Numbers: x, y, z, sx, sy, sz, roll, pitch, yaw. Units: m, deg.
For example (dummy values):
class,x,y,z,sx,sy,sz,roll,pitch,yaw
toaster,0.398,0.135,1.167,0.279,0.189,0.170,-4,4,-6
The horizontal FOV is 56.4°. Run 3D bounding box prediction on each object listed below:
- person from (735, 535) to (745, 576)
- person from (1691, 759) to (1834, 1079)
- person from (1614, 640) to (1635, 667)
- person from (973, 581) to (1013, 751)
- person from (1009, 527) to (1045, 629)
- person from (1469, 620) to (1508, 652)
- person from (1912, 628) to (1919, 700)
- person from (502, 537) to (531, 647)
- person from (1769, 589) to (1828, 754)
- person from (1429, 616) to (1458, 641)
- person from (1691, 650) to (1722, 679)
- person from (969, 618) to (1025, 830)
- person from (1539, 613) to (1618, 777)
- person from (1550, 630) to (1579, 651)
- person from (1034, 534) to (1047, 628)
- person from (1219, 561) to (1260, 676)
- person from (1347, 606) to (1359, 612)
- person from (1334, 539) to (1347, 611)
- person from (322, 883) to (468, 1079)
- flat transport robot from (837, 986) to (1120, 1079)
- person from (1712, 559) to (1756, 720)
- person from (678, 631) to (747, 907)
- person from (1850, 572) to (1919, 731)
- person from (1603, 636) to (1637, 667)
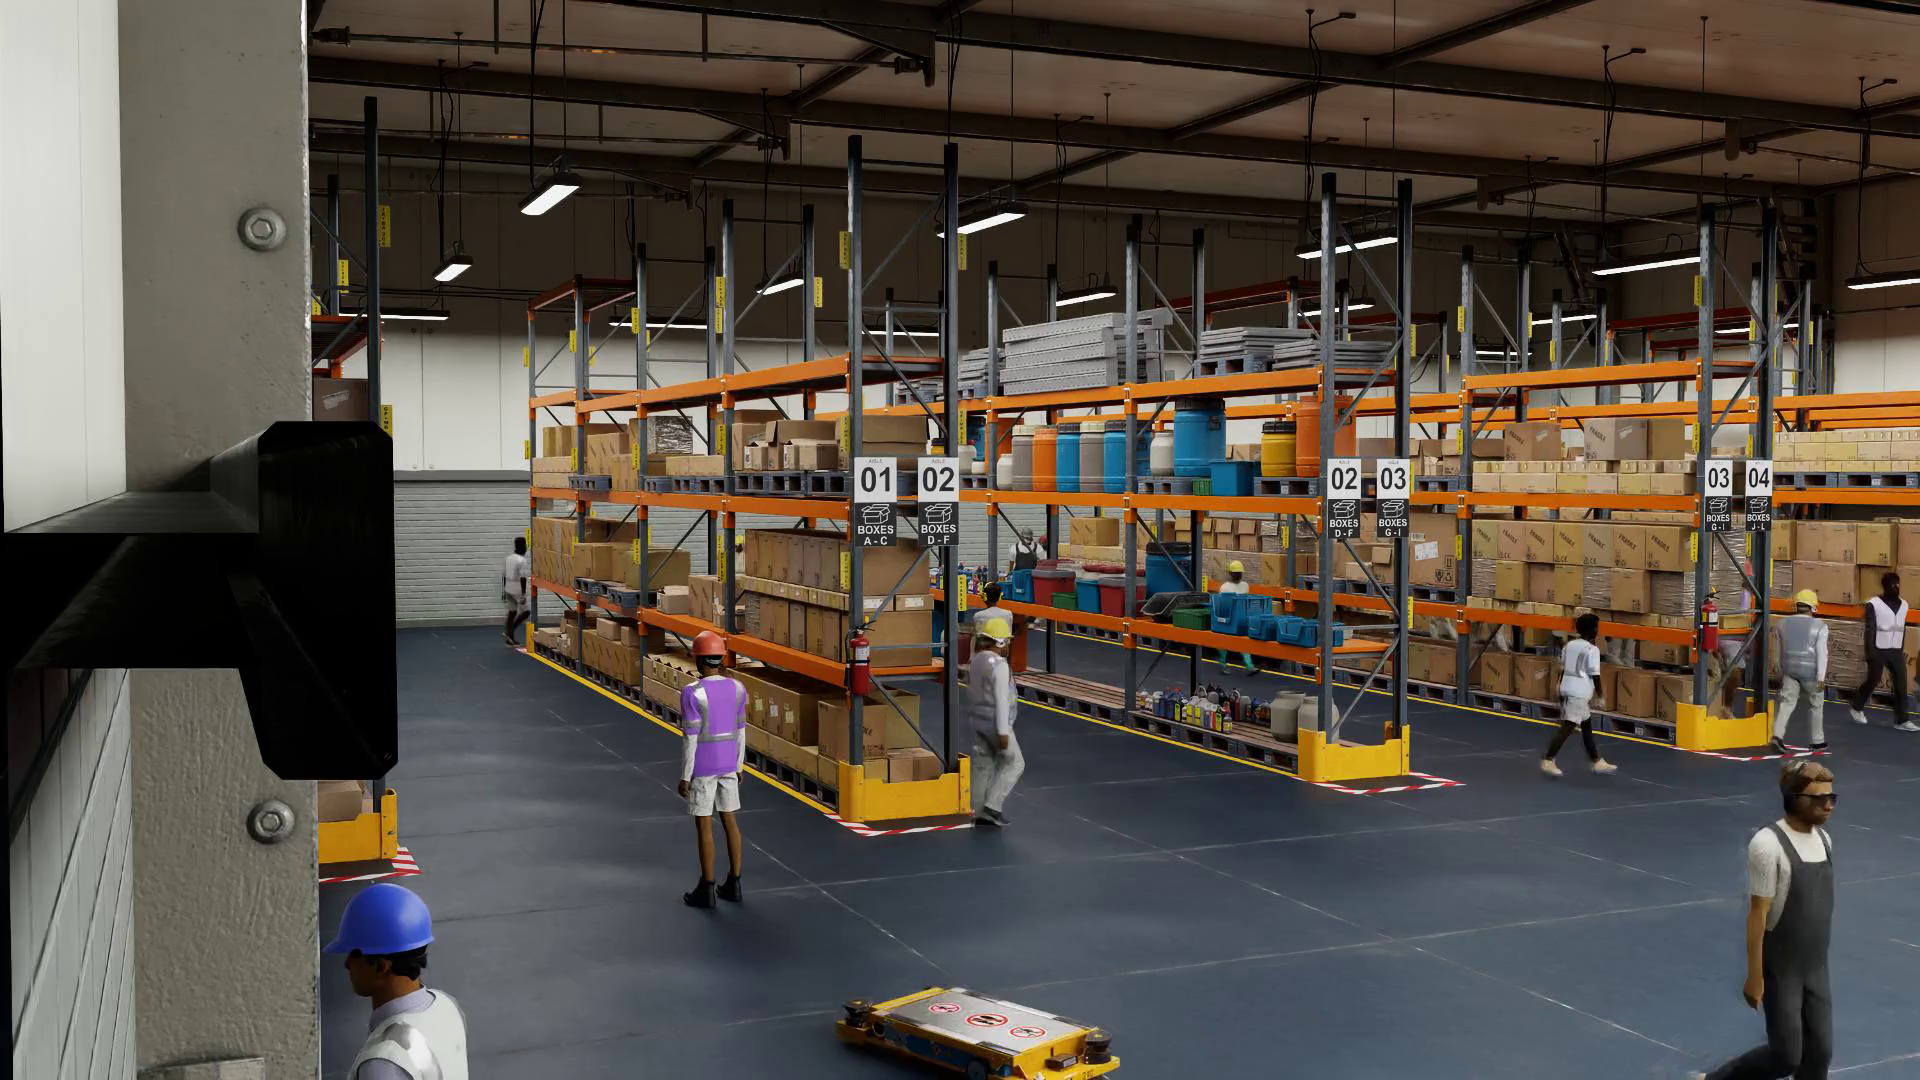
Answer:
class,x,y,z,sx,sy,sz,roll,pitch,yaw
person,-4.287,0.793,35.877,0.735,1.811,0.601,-2,3,-35
person,3.593,1.853,7.858,0.517,1.827,0.630,-1,3,-32
person,9.906,1.058,26.548,0.614,1.993,0.395,-1,2,-20
person,0.349,1.383,19.664,0.508,1.872,0.328,-1,3,-30
person,1.300,0.746,34.635,0.687,2.000,0.842,0,2,2
person,8.135,1.073,27.734,0.617,1.894,1.066,-1,2,-26
person,10.102,1.466,18.410,0.528,1.812,0.958,1,2,17
person,-7.732,0.905,31.174,0.718,1.939,0.454,2,3,41
person,9.136,1.431,19.486,0.893,1.800,0.593,-2,3,-40
person,7.858,1.029,29.085,0.587,1.867,0.698,-1,2,-21
person,9.698,1.374,23.161,0.527,1.618,0.345,0,2,-12
person,0.300,1.574,15.324,0.432,1.814,0.615,-1,2,-25
person,6.209,1.556,18.025,0.886,1.643,0.539,0,2,-9
person,8.923,1.059,26.154,0.621,2.023,0.582,0,2,-11
person,1.721,0.803,35.267,0.767,1.847,0.614,-2,3,-37
person,4.134,1.181,26.739,0.546,1.715,0.920,-1,2,-23
person,6.519,1.103,30.218,0.526,1.618,0.384,0,2,-12
person,6.778,0.895,32.281,0.559,1.884,1.007,-1,2,-14
person,-1.536,1.910,4.917,0.405,1.945,0.615,0,2,-3
flat transport robot,0.076,2.587,9.361,1.431,0.197,0.652,2,3,44
person,9.344,1.231,21.672,0.632,2.020,0.517,-2,3,-35
person,-1.783,1.614,12.767,0.550,1.935,0.376,-2,3,-44
person,11.095,1.308,21.526,0.610,1.877,0.960,-1,2,-15
person,9.017,1.182,24.391,0.605,1.908,0.424,-1,2,-20
